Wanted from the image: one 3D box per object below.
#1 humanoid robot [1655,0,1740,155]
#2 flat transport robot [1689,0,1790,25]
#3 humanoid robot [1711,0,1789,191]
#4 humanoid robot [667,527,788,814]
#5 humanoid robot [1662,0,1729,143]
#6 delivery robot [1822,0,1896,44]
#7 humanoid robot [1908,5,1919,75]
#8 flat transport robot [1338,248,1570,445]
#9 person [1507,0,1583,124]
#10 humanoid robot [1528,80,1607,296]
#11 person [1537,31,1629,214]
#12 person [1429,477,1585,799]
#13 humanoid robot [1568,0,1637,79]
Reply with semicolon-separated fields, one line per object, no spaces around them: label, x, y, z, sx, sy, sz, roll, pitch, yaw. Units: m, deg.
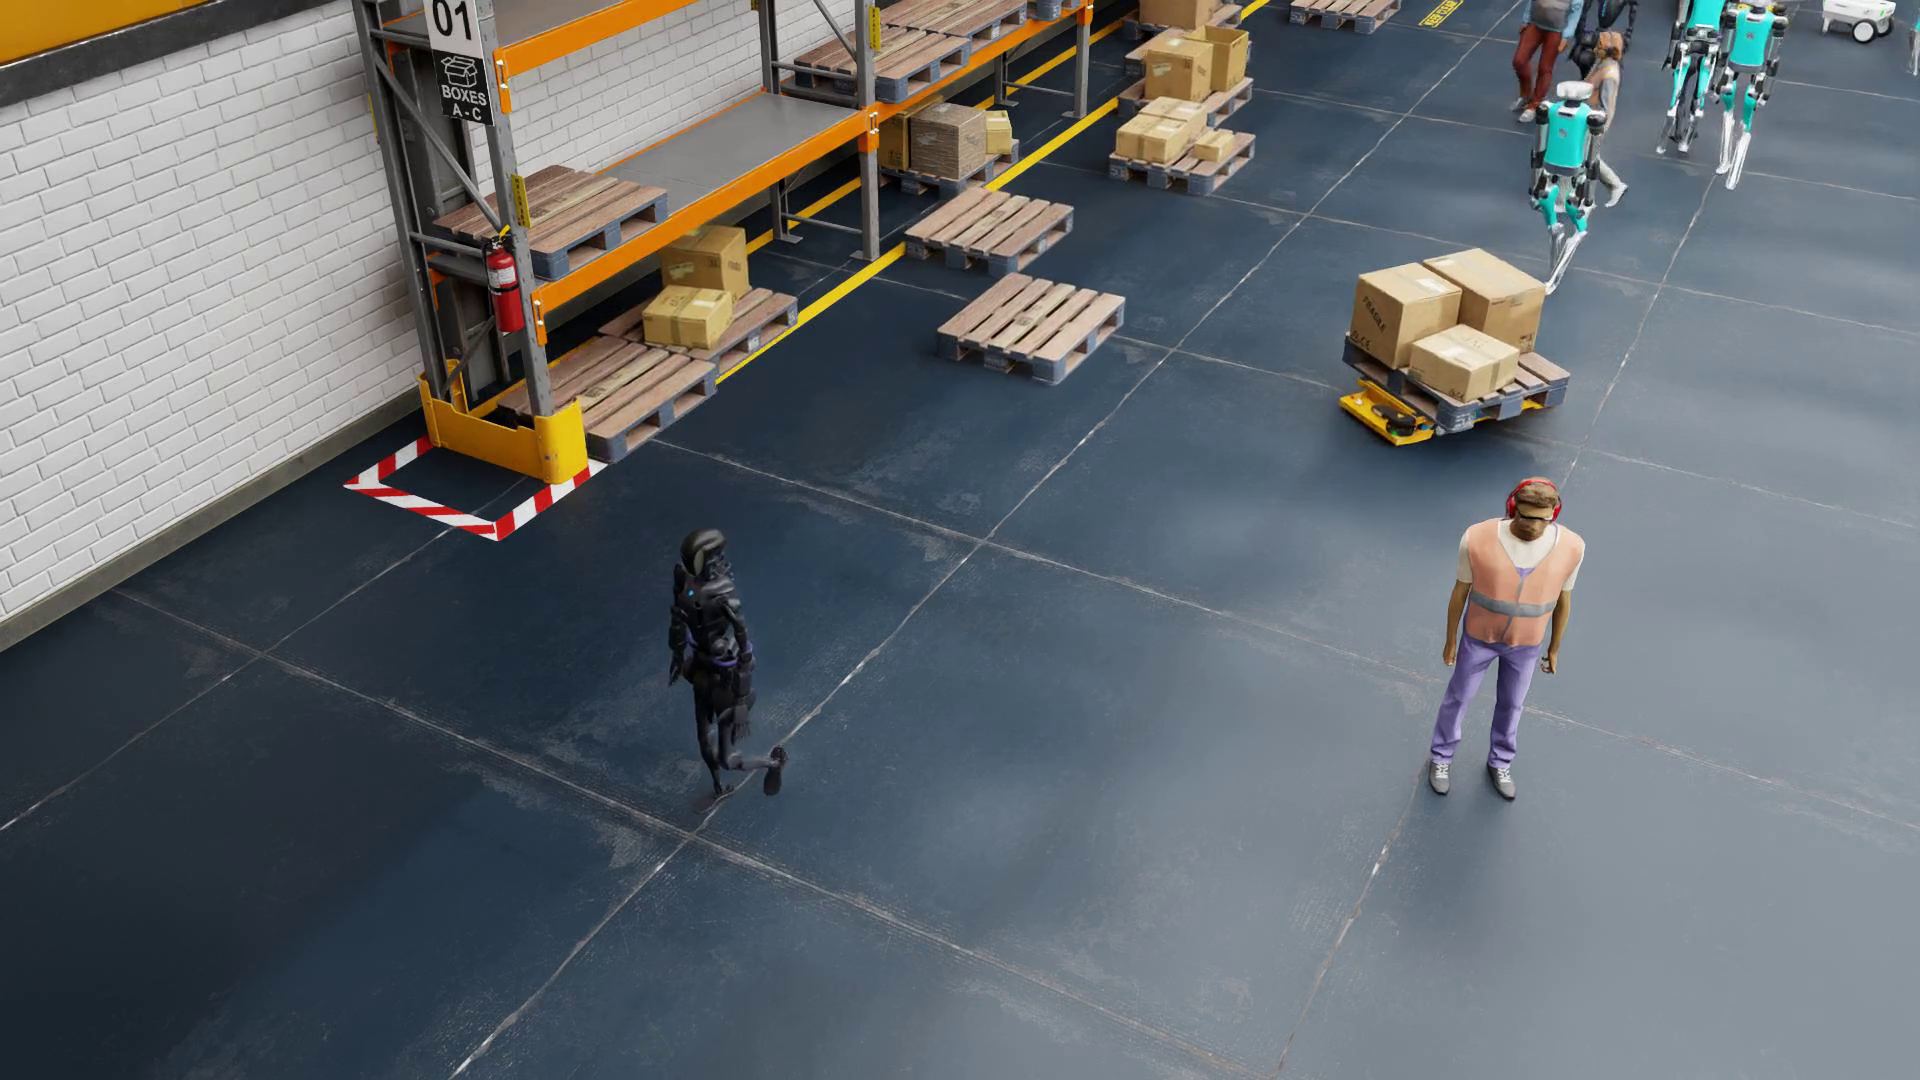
humanoid robot;6.849;-4.419;15.483;0.531;1.776;0.681;12;35;17
flat transport robot;9.222;-6.469;19.935;0.659;0.231;1.431;-5;34;-8
humanoid robot;7.116;-4.119;15.067;0.538;1.777;0.801;22;39;30
humanoid robot;-1.122;0.610;7.946;0.432;1.643;0.601;-28;43;-35
humanoid robot;7.095;-4.666;15.950;0.590;1.638;0.452;1;33;1
delivery robot;10.258;-6.004;18.980;0.516;0.602;0.773;-25;41;-33
humanoid robot;10.413;-5.808;17.632;0.539;1.826;0.667;-16;37;-23
flat transport robot;3.448;-1.026;11.700;1.431;0.231;0.659;-15;36;-22
person;5.782;-5.021;16.309;0.576;1.863;0.453;27;42;35
humanoid robot;4.789;-2.740;13.037;0.551;1.865;0.834;25;41;33
person;5.495;-3.576;14.325;0.700;1.612;0.519;8;34;11
person;2.616;0.460;8.035;0.559;1.836;0.390;4;34;6
humanoid robot;6.200;-4.762;16.096;0.707;1.624;0.590;-28;43;-35
